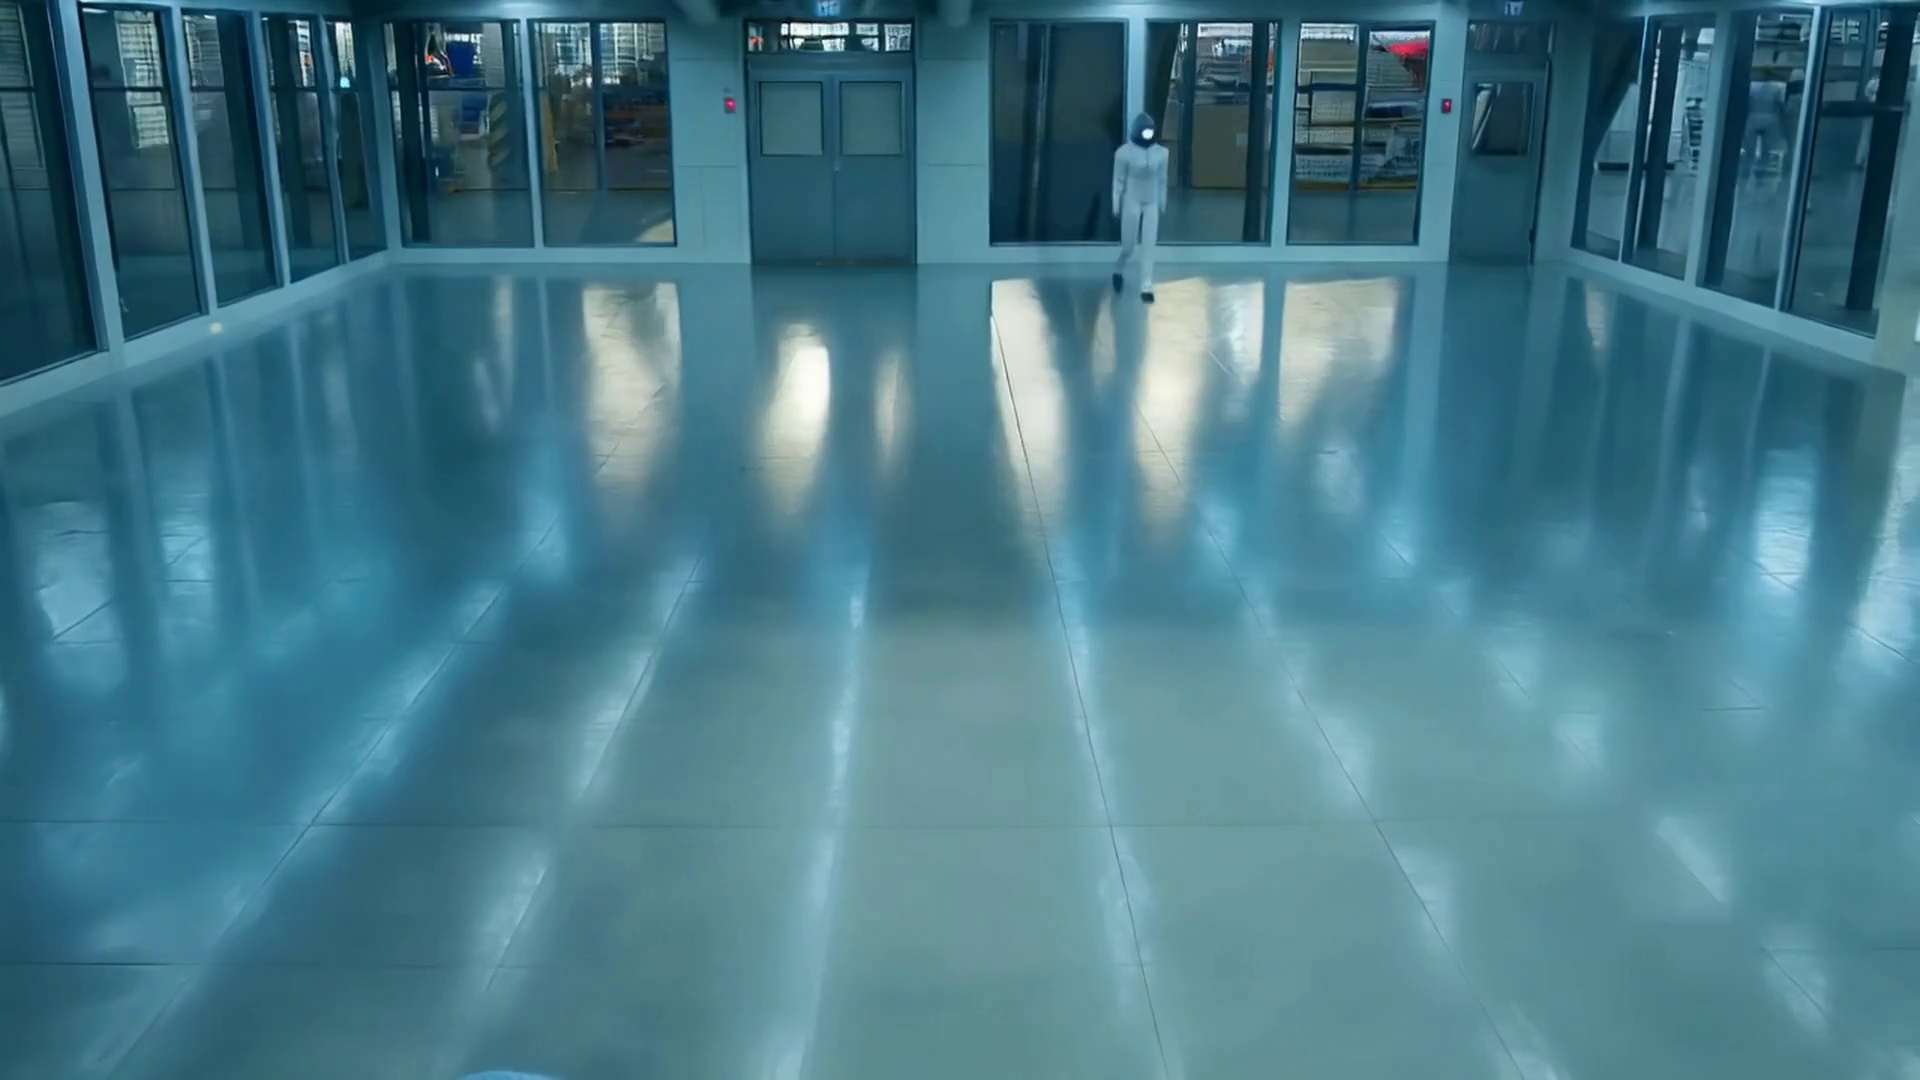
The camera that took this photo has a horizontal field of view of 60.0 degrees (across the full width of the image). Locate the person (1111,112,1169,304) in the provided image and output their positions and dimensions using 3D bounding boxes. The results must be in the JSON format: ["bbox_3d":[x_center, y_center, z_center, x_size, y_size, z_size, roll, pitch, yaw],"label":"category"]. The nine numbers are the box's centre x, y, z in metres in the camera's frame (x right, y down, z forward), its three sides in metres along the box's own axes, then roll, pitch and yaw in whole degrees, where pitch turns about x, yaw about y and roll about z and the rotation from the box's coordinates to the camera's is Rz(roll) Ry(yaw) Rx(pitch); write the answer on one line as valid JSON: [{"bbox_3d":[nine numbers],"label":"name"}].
[{"bbox_3d":[1.542,-2.893,14.443,0.513,1.616,0.619,-3,17,-12],"label":"person"}]
